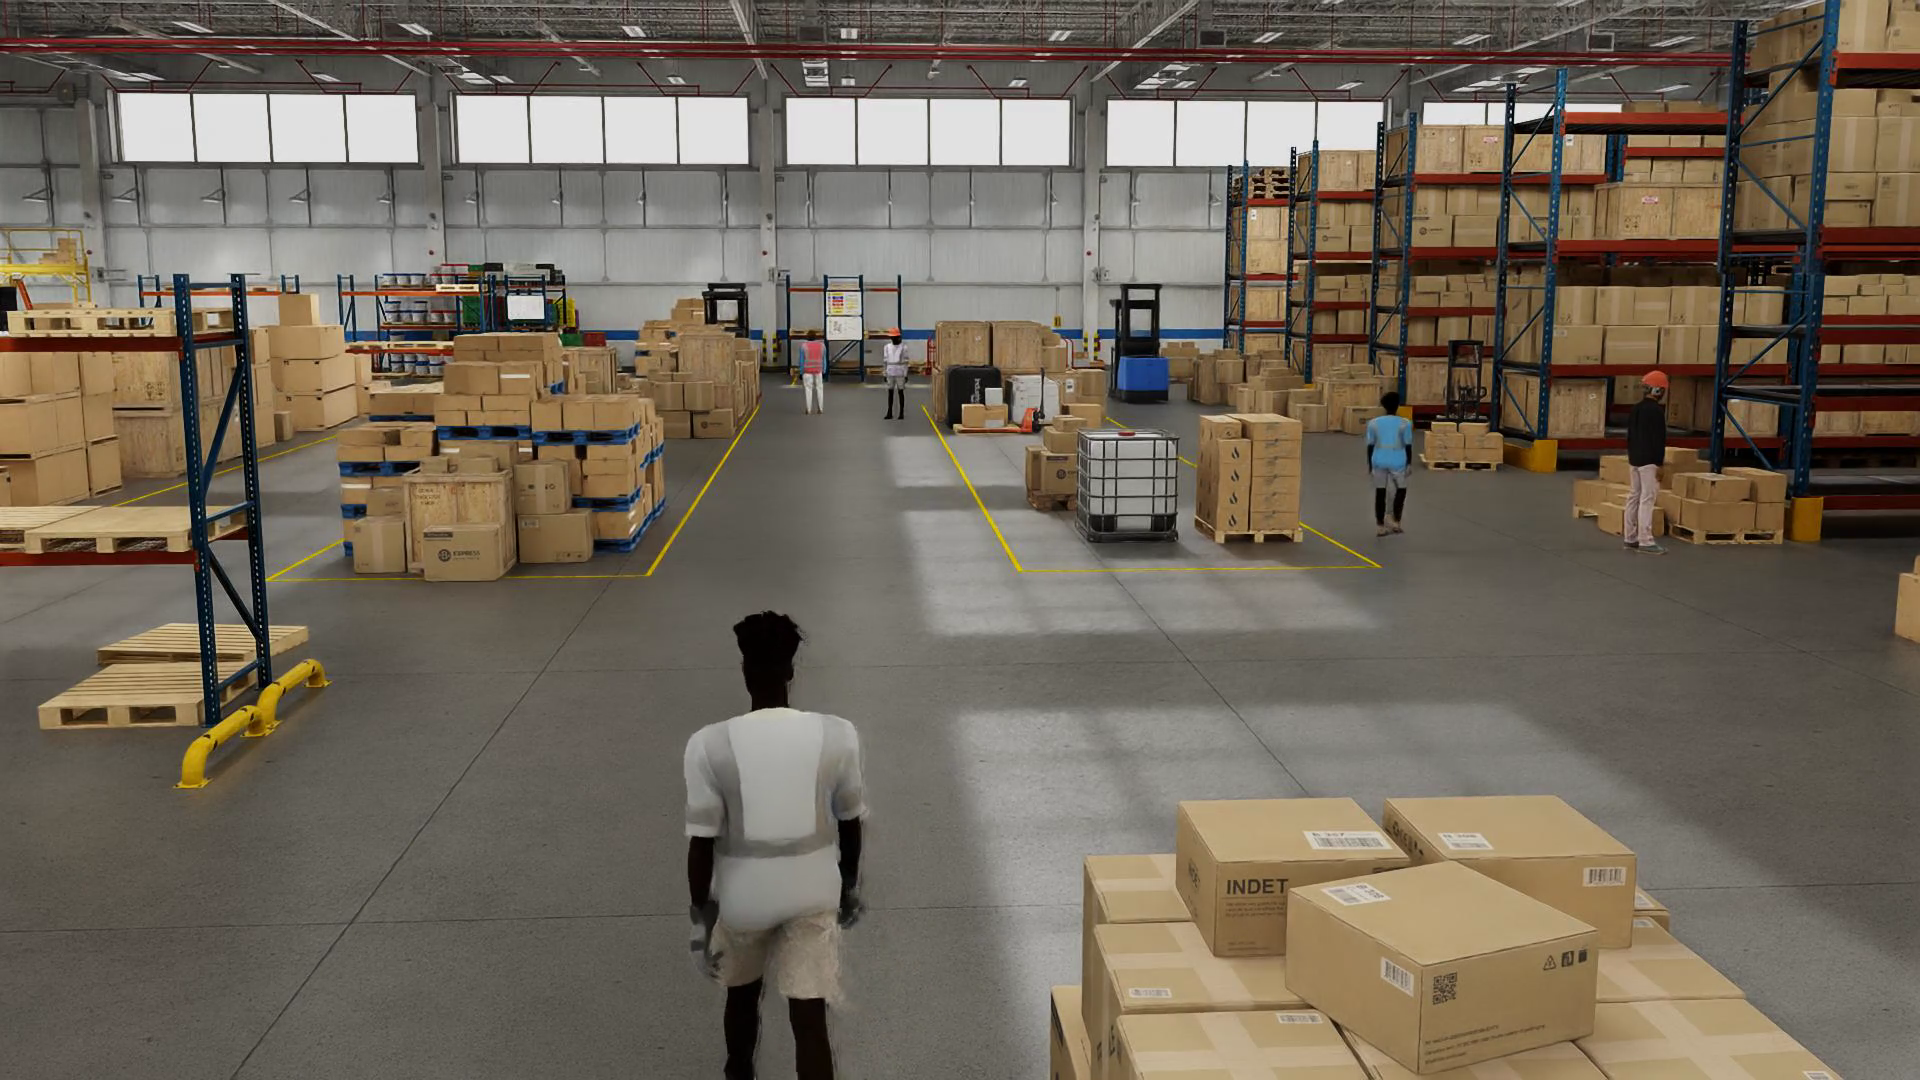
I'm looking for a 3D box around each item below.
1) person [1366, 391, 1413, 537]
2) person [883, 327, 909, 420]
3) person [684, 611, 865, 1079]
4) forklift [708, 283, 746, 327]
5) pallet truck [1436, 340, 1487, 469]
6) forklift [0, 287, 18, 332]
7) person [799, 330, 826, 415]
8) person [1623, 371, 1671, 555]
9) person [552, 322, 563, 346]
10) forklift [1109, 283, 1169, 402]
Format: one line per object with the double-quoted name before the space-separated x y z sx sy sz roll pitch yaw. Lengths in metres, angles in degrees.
"person" 5.010 -0.889 19.333 0.553 1.677 0.565 5 10 28
"person" -1.346 -3.488 34.880 0.545 1.939 0.373 2 9 15
"person" -0.617 1.186 5.623 0.623 1.912 1.025 -2 9 -14
"forklift" -5.818 -5.043 41.696 1.129 2.768 1.873 -1 9 -4
"pallet truck" 8.004 -2.170 26.422 0.823 1.965 1.885 2 9 14
"forklift" -16.256 -2.887 28.158 1.873 2.768 1.129 -1 9 -4
"person" -3.215 -3.645 36.170 0.626 1.843 0.430 -4 10 -24
"person" 7.493 -0.839 18.101 0.394 1.985 0.608 -1 9 -7
"person" -9.380 -4.084 38.625 0.353 1.936 0.633 -2 9 -13
"forklift" 4.319 -4.758 39.906 1.129 2.768 1.873 -1 9 -6
